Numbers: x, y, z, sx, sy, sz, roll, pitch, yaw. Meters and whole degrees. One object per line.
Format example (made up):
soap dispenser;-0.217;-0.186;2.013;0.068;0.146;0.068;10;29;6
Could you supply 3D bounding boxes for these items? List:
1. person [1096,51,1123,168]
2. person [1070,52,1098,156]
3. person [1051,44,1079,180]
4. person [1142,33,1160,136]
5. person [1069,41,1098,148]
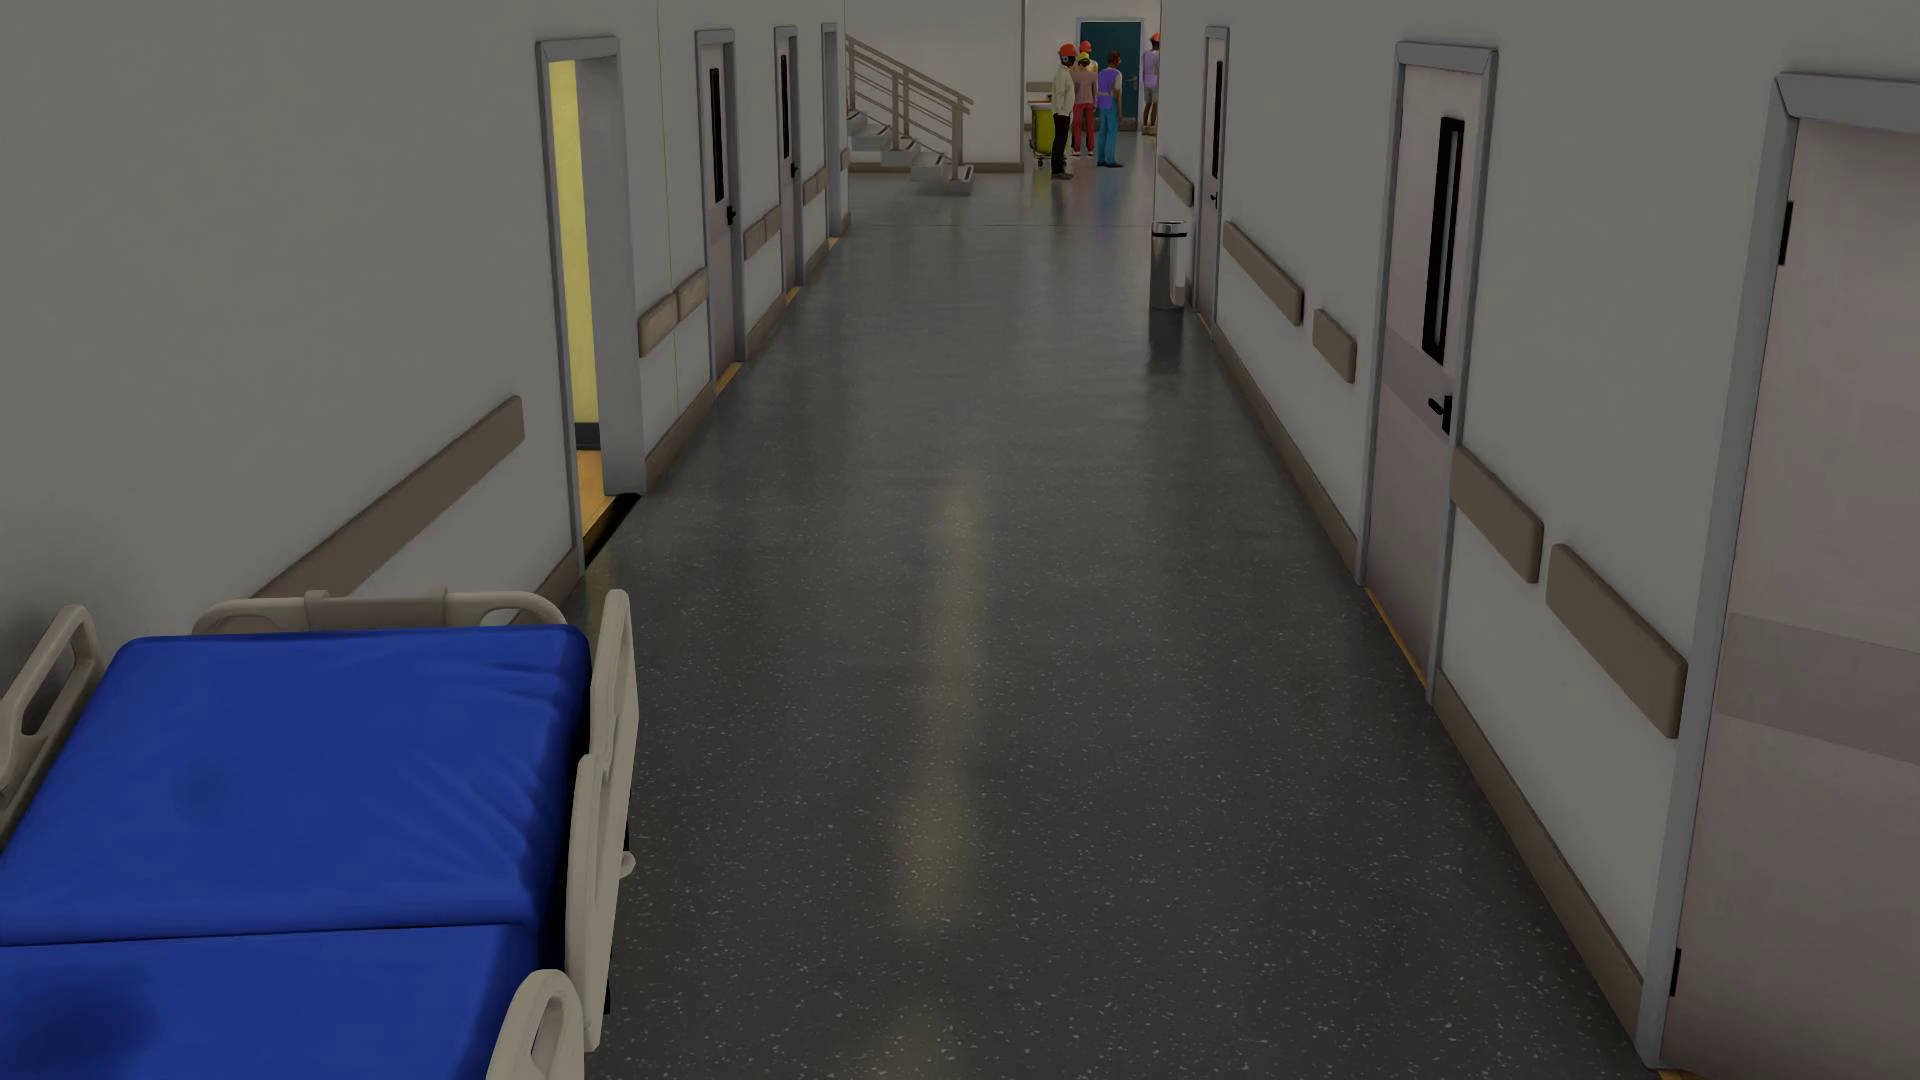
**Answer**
person;2.417;-6.963;26.914;0.377;1.836;0.566;-10;20;-30
person;2.142;-7.591;28.999;0.525;1.769;0.310;-6;19;-17
person;1.567;-6.399;24.901;0.410;1.986;0.617;4;18;12
person;3.950;-9.234;33.745;0.407;2.029;0.613;-11;21;-31
person;2.288;-8.231;30.757;0.542;1.928;0.400;-2;18;-6
